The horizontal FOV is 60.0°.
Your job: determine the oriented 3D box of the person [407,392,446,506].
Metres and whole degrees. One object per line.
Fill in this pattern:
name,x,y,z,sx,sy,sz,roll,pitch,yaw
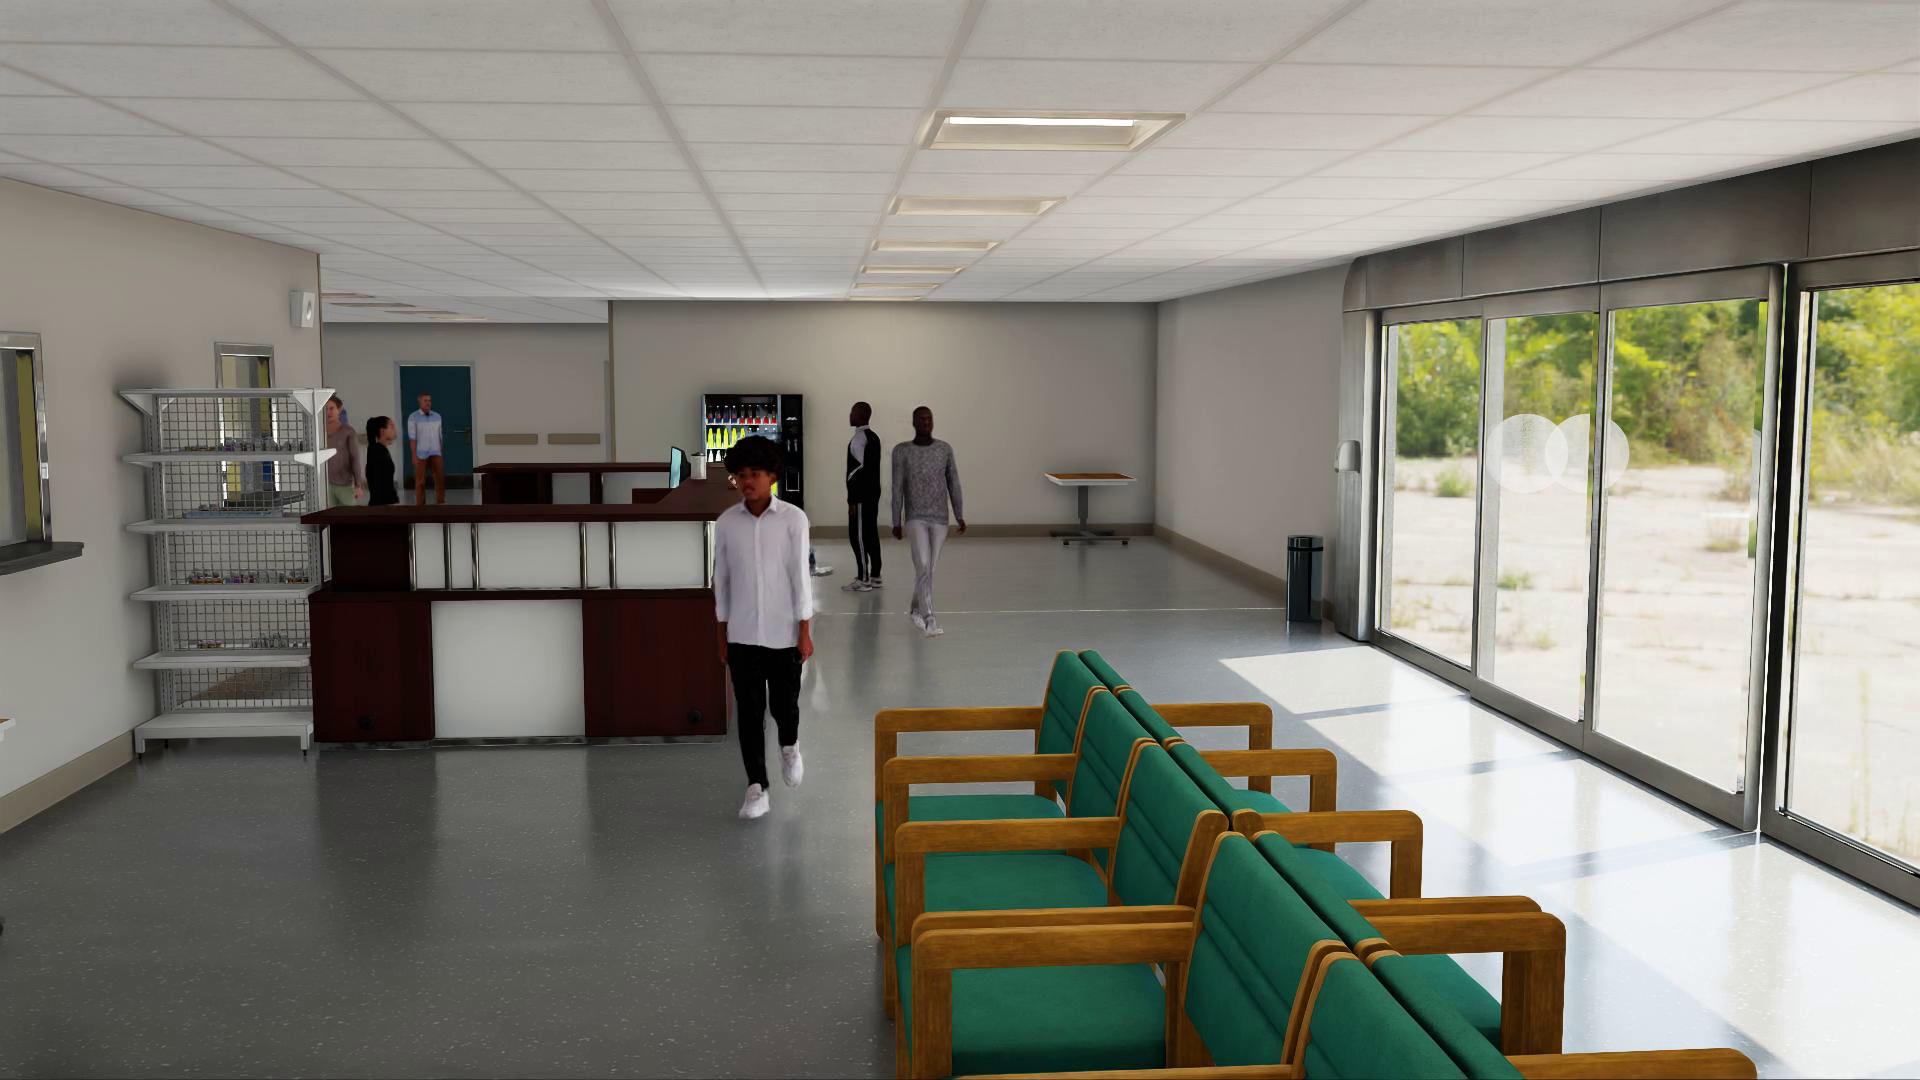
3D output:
person,-7.811,-1.243,24.240,0.994,1.804,1.032,-5,8,-41

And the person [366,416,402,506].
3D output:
person,-5.322,-0.268,15.092,0.827,1.694,0.705,-2,6,-18

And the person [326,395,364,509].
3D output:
person,-6.243,-0.508,16.718,1.185,1.846,0.770,-1,6,-8

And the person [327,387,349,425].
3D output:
person,-9.370,-1.332,24.796,0.679,1.871,0.762,-1,6,-14

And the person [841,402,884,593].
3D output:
person,-0.914,-0.429,16.056,0.725,1.823,0.739,2,6,23

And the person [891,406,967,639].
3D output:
person,-0.287,-0.130,13.224,1.215,1.795,0.996,-2,6,-22

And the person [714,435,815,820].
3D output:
person,-0.911,0.405,7.915,0.867,1.793,0.784,1,6,6
